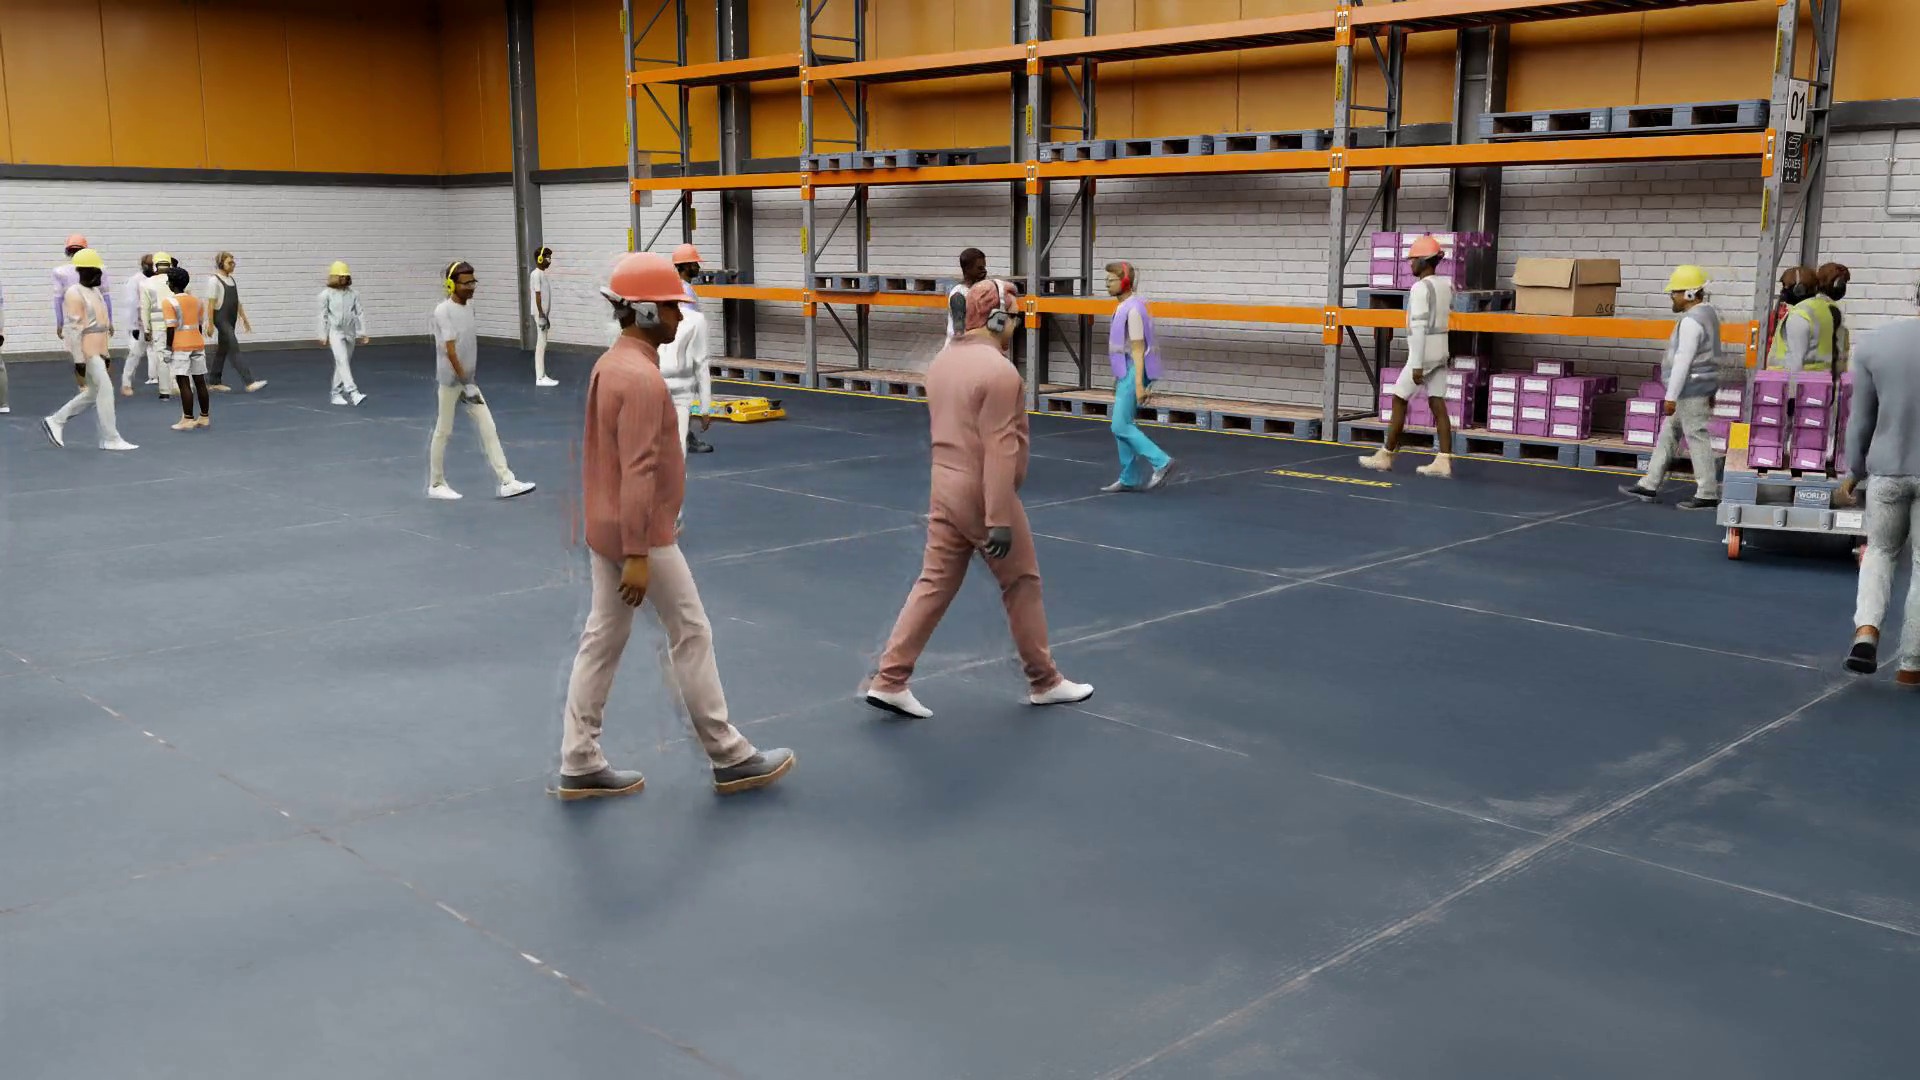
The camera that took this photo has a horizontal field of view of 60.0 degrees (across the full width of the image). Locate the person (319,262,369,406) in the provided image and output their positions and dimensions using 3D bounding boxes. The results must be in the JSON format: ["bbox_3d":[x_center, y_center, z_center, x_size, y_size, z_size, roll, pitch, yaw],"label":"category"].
[{"bbox_3d":[-7.271,-2.424,19.703,0.932,1.692,0.493,9,13,39],"label":"person"}]

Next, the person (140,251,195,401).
[{"bbox_3d":[-9.695,-2.610,20.368,0.592,1.824,0.404,-7,12,-32],"label":"person"}]

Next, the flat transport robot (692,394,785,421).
[{"bbox_3d":[-2.705,-1.486,18.479,1.431,0.197,0.652,7,12,33],"label":"flat transport robot"}]

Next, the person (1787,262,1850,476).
[{"bbox_3d":[6.529,-1.195,12.680,0.450,1.815,0.691,3,11,18],"label":"person"}]

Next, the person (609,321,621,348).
[{"bbox_3d":[-2.526,-1.135,12.845,0.285,1.633,0.498,3,11,15],"label":"person"}]

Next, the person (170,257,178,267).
[{"bbox_3d":[-11.596,-3.309,24.523,0.538,1.695,0.319,1,10,5],"label":"person"}]

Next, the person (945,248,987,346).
[{"bbox_3d":[0.053,-1.474,13.917,0.371,1.916,0.597,3,11,14],"label":"person"}]

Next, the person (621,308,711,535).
[{"bbox_3d":[-1.961,-0.878,10.893,0.585,1.828,1.004,1,10,7],"label":"person"}]

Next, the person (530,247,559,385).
[{"bbox_3d":[-5.636,-3.024,22.521,0.329,1.865,0.512,-2,11,-10],"label":"person"}]

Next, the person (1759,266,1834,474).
[{"bbox_3d":[6.313,-1.129,12.370,0.637,1.806,0.892,-10,14,-43],"label":"person"}]

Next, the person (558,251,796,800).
[{"bbox_3d":[-1.039,-0.036,5.957,0.938,1.951,0.664,-5,11,-25],"label":"person"}]

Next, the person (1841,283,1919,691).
[{"bbox_3d":[4.259,-0.276,7.364,0.648,1.922,0.478,10,14,42],"label":"person"}]

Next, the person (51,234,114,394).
[{"bbox_3d":[-10.612,-2.674,20.157,0.635,2.035,0.540,-5,12,-27],"label":"person"}]

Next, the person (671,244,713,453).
[{"bbox_3d":[-2.537,-1.783,15.538,0.347,1.943,0.544,-4,11,-20],"label":"person"}]

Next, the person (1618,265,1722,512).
[{"bbox_3d":[5.274,-1.117,12.305,0.847,1.790,0.611,7,12,33],"label":"person"}]

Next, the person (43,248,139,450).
[{"bbox_3d":[-8.254,-1.782,15.642,0.795,1.908,0.587,-2,11,-9],"label":"person"}]

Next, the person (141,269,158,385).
[{"bbox_3d":[-10.953,-2.932,22.627,0.310,1.638,0.523,9,13,39],"label":"person"}]

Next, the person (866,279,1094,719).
[{"bbox_3d":[0.052,-0.162,6.985,1.025,1.854,0.648,-6,12,-30],"label":"person"}]

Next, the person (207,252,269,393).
[{"bbox_3d":[-9.338,-2.786,21.384,0.928,1.798,0.528,1,10,4],"label":"person"}]

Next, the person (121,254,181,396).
[{"bbox_3d":[-10.299,-2.710,21.029,0.881,1.800,0.656,4,11,18],"label":"person"}]

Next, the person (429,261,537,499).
[{"bbox_3d":[-3.700,-1.184,12.605,0.974,1.814,0.513,4,11,20],"label":"person"}]

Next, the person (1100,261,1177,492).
[{"bbox_3d":[1.366,-1.249,12.948,0.501,1.828,0.559,0,10,0],"label":"person"}]

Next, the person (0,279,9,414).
[{"bbox_3d":[-11.018,-2.350,18.683,0.383,1.922,0.587,5,11,24],"label":"person"}]

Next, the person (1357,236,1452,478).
[{"bbox_3d":[3.817,-1.544,14.056,0.949,2.001,0.628,9,14,42],"label":"person"}]

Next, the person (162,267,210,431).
[{"bbox_3d":[-8.065,-1.985,17.301,0.321,1.697,0.530,3,11,16],"label":"person"}]
